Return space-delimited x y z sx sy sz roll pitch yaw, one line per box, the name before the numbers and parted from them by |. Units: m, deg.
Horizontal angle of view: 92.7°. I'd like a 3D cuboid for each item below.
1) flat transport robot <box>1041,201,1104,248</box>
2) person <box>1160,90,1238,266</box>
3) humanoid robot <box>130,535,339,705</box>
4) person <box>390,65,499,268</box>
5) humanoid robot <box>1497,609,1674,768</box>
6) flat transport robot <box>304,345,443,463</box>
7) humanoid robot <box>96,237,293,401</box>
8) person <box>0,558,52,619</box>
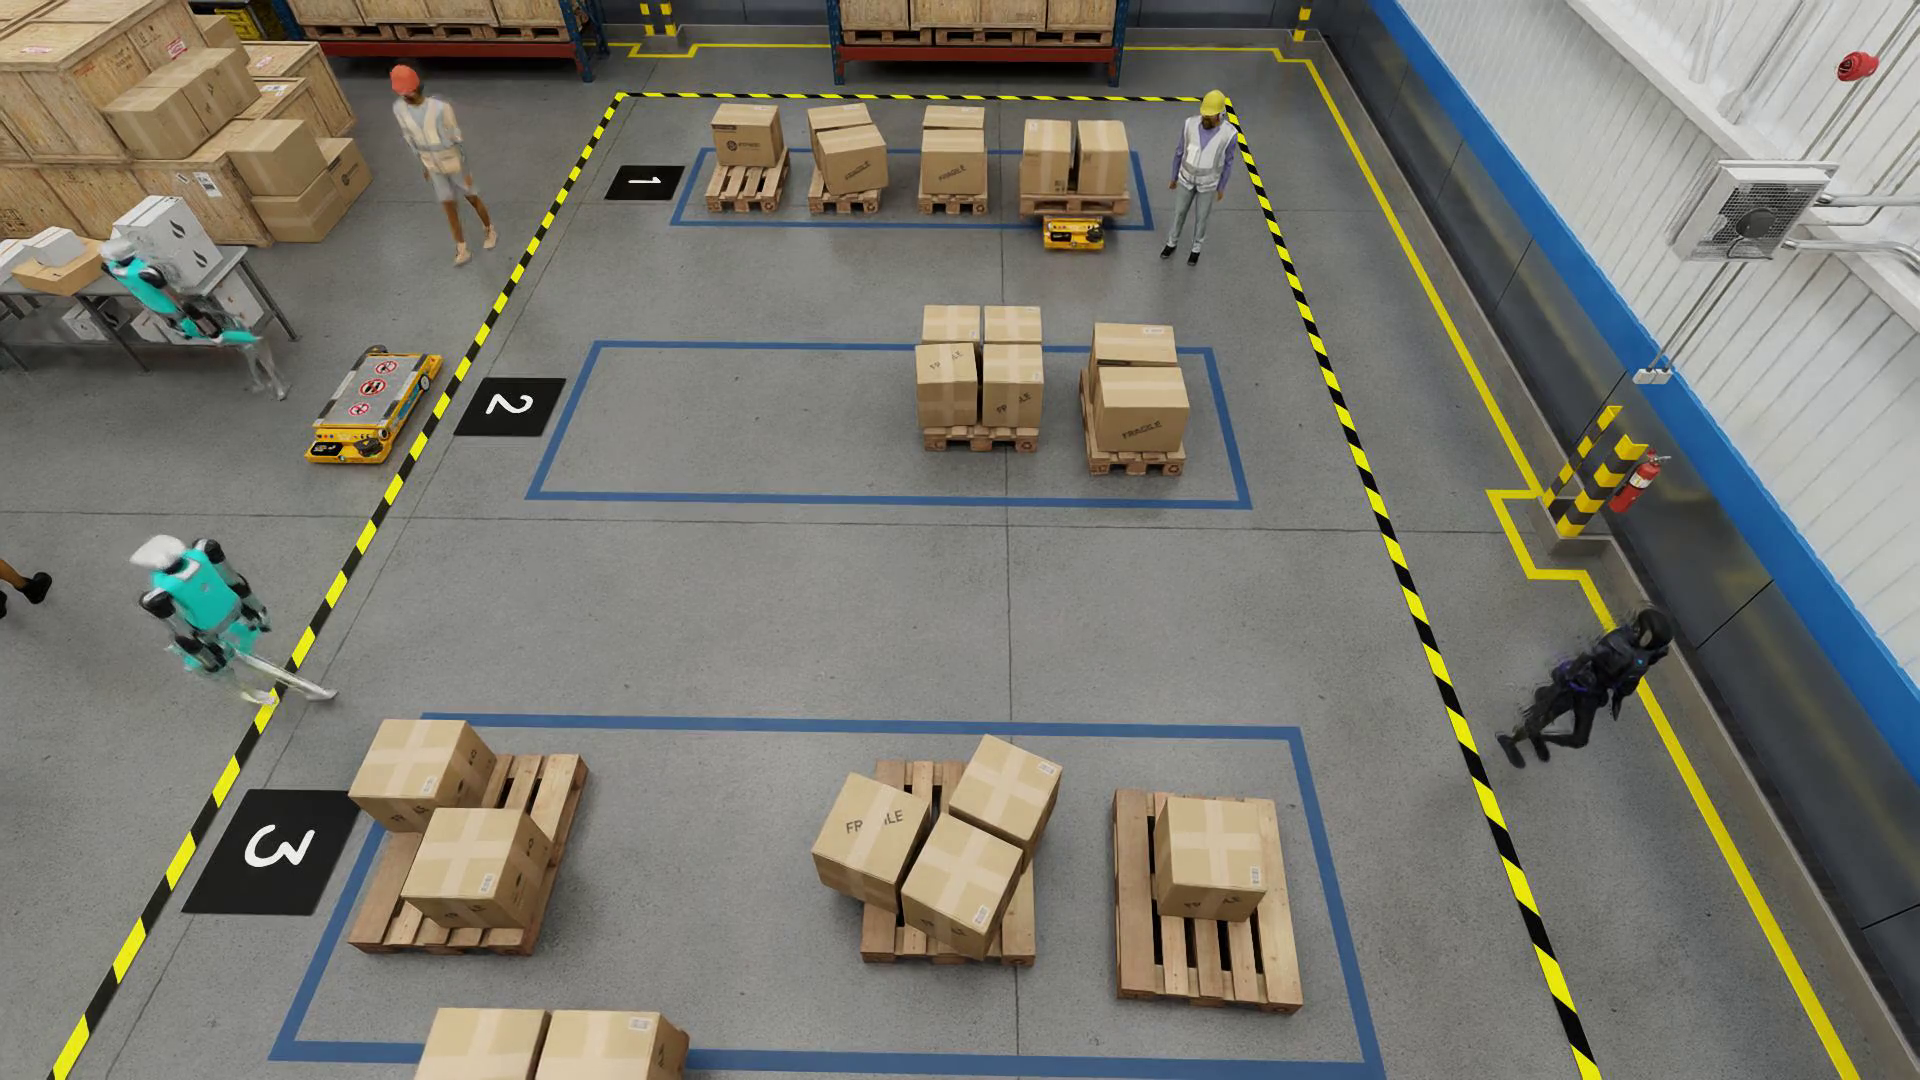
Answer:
flat transport robot | 1.280 -3.855 10.610 0.652 0.197 1.431 1 50 1
person | 2.470 -3.718 9.492 0.604 1.829 0.417 21 53 17
humanoid robot | -4.859 0.590 5.920 0.920 1.747 0.555 7 50 6
person | -5.356 -3.813 9.466 0.604 2.004 0.935 -1 50 -1
humanoid robot | 3.820 0.947 5.642 0.587 1.644 0.363 -6 50 -5
flat transport robot | -5.383 -1.269 8.441 0.659 0.231 1.431 1 50 1
humanoid robot | -6.598 -1.965 8.059 0.580 1.749 0.788 14 51 11
person | -7.333 -0.161 6.410 0.552 1.935 0.360 -27 55 -21
